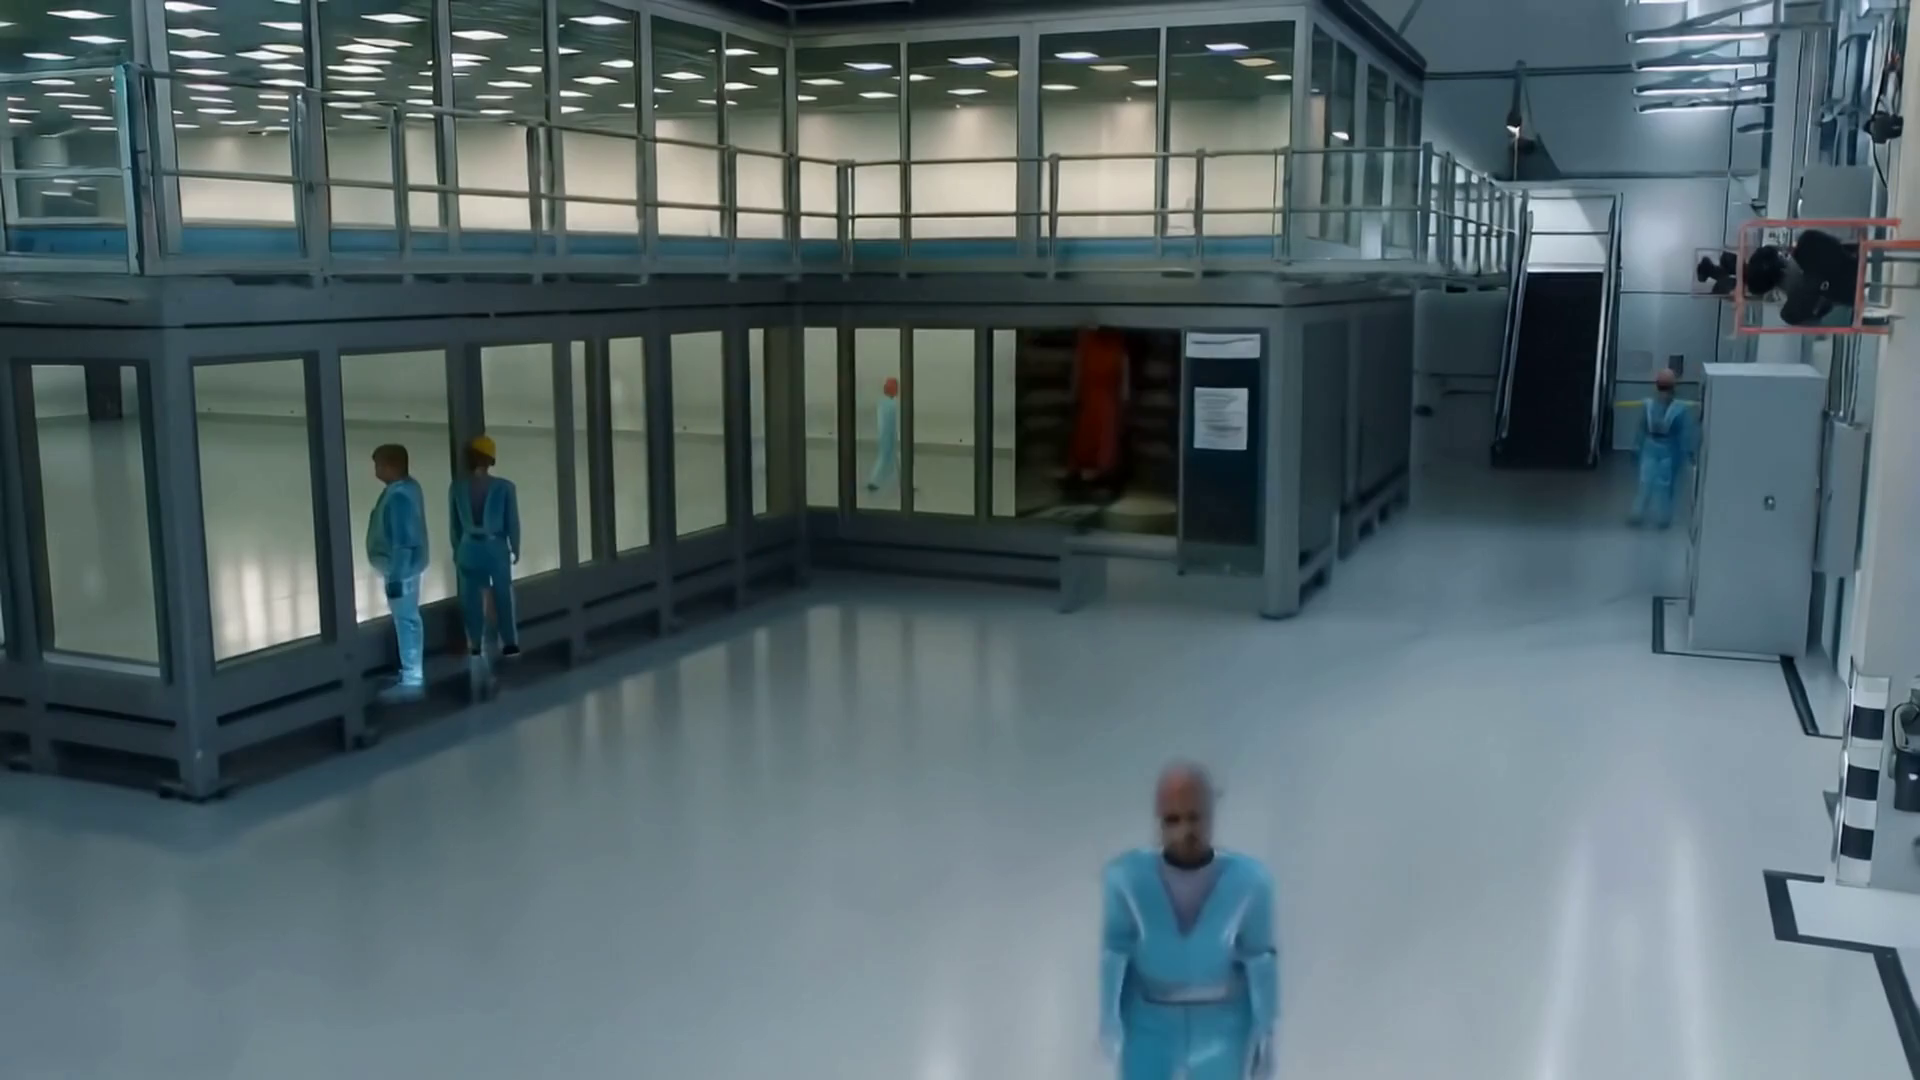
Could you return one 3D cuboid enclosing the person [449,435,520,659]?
[{"bbox_3d":[-3.744,0.058,13.140,0.534,1.767,0.320,-2,9,-10],"label":"person"}]

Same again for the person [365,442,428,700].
[{"bbox_3d":[-4.034,0.216,11.940,0.429,1.843,0.627,-3,10,-16],"label":"person"}]

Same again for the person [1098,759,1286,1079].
[{"bbox_3d":[0.659,1.456,4.813,0.546,1.652,0.838,1,9,8],"label":"person"}]

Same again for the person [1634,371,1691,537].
[{"bbox_3d":[8.042,-0.978,19.098,0.629,1.895,1.017,5,11,30],"label":"person"}]
